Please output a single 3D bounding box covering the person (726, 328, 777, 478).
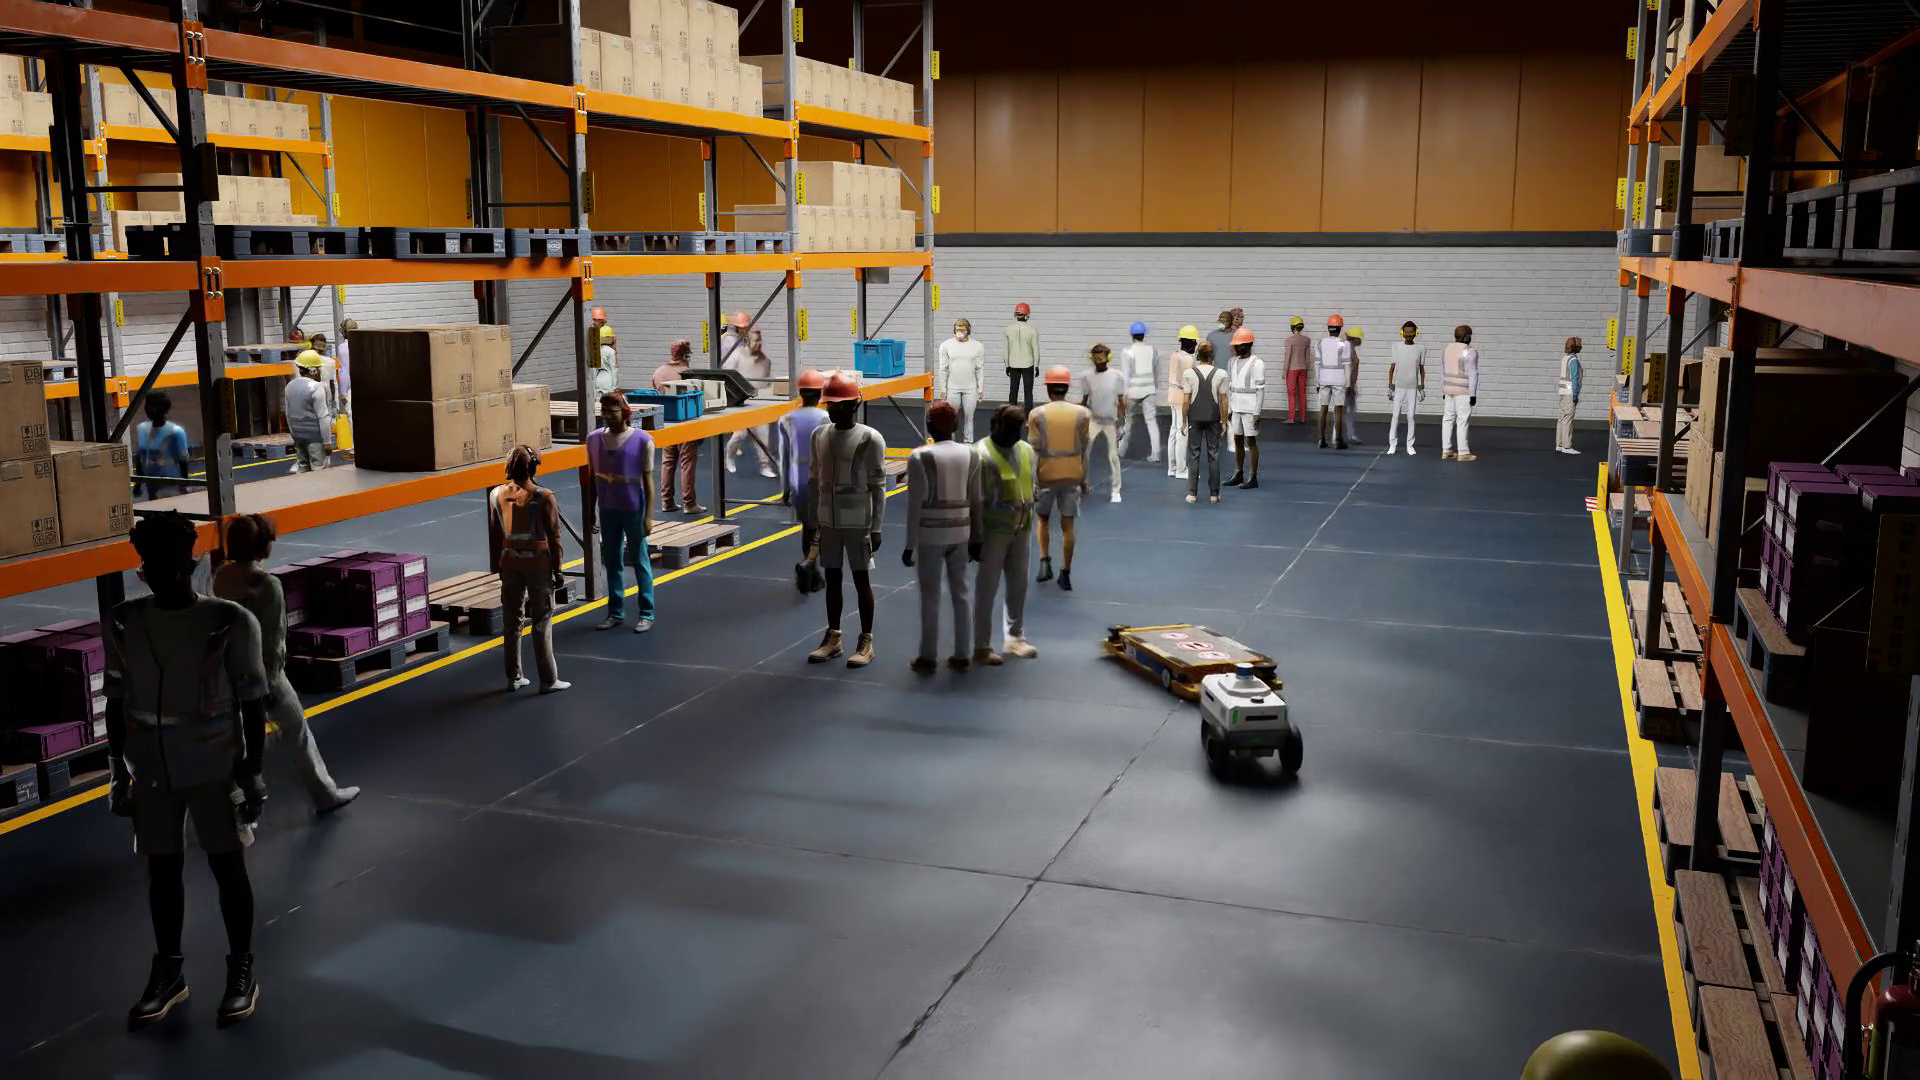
[{"bbox_3d":[-2.652,-1.737,21.028,0.673,1.885,0.761,-7,12,-33],"label":"person"}]

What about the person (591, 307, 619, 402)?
[{"bbox_3d":[-5.459,-2.526,25.176,0.611,1.995,0.375,-7,13,-36],"label":"person"}]

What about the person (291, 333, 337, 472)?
[{"bbox_3d":[-8.208,-1.726,21.140,0.540,1.836,0.717,-6,12,-29],"label":"person"}]

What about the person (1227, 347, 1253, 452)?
[{"bbox_3d":[3.983,-2.065,23.597,0.506,1.632,0.275,-8,13,-38],"label":"person"}]

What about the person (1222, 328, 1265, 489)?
[{"bbox_3d":[3.404,-1.580,20.017,0.376,1.933,0.551,-6,12,-31],"label":"person"}]

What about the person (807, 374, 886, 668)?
[{"bbox_3d":[-0.811,-0.133,11.563,0.615,2.043,0.373,5,11,28],"label":"person"}]

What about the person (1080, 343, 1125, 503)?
[{"bbox_3d":[1.583,-1.326,18.877,0.618,1.842,0.454,3,10,14],"label":"person"}]

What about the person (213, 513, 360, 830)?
[{"bbox_3d":[-3.452,0.661,8.338,0.520,1.602,0.808,6,12,31],"label":"person"}]

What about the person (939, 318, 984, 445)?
[{"bbox_3d":[0.022,-2.048,22.654,0.627,1.935,0.372,-1,10,-8],"label":"person"}]

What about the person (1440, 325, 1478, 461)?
[{"bbox_3d":[6.810,-2.001,22.651,0.430,1.844,0.624,-5,11,-27],"label":"person"}]

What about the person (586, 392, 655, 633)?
[{"bbox_3d":[-2.551,-0.214,12.604,0.564,1.837,0.384,3,11,18],"label":"person"}]

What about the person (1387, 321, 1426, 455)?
[{"bbox_3d":[6.246,-2.122,23.248,0.519,1.873,0.328,2,10,10],"label":"person"}]

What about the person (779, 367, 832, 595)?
[{"bbox_3d":[-1.249,-0.472,13.829,0.557,1.919,0.735,2,10,13],"label":"person"}]

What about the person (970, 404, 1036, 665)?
[{"bbox_3d":[0.282,-0.044,11.687,0.657,1.828,0.431,-8,13,-39],"label":"person"}]

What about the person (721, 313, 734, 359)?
[{"bbox_3d":[-3.809,-2.710,26.663,0.404,1.835,0.586,-5,11,-25],"label":"person"}]

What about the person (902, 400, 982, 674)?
[{"bbox_3d":[-0.114,-0.014,11.349,0.585,1.882,0.349,-5,11,-28],"label":"person"}]

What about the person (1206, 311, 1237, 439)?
[{"bbox_3d":[4.007,-2.488,25.124,0.632,1.936,0.359,4,11,22],"label":"person"}]

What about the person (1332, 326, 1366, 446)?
[{"bbox_3d":[5.702,-2.248,24.294,0.351,1.767,0.529,3,11,19],"label":"person"}]

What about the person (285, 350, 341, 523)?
[{"bbox_3d":[-6.812,-1.084,17.511,0.598,1.830,0.403,6,12,32],"label":"person"}]

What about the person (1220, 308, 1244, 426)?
[{"bbox_3d":[4.451,-2.799,26.964,0.403,1.906,0.652,-2,10,-11],"label":"person"}]

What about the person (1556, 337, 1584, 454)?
[{"bbox_3d":[8.577,-2.032,23.393,0.309,1.641,0.512,1,10,3],"label":"person"}]

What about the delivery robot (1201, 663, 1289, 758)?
[{"bbox_3d":[1.609,0.942,9.436,0.477,0.478,0.707,-1,10,-6],"label":"delivery robot"}]

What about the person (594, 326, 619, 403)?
[{"bbox_3d":[-5.174,-2.264,24.404,0.483,1.745,0.302,8,13,38],"label":"person"}]

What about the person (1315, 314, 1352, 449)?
[{"bbox_3d":[5.357,-2.267,23.875,0.545,1.940,0.352,7,12,33],"label":"person"}]

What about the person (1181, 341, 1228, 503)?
[{"bbox_3d":[2.772,-1.335,18.887,0.519,1.844,0.330,1,10,5],"label":"person"}]

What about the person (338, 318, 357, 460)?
[{"bbox_3d":[-8.245,-2.050,22.682,0.355,1.931,0.628,3,10,16],"label":"person"}]

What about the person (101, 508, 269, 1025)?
[{"bbox_3d":[-2.908,0.851,6.248,0.603,1.962,0.367,0,10,-1],"label":"person"}]

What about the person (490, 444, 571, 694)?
[{"bbox_3d":[-2.817,0.195,10.849,0.514,1.641,0.307,3,11,19],"label":"person"}]

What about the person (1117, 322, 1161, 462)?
[{"bbox_3d":[2.460,-2.012,22.605,0.645,1.889,1.017,-4,11,-19],"label":"person"}]

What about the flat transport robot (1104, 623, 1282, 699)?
[{"bbox_3d":[1.558,0.794,11.331,0.652,0.197,1.431,-3,11,-18],"label":"flat transport robot"}]

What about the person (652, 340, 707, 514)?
[{"bbox_3d":[-3.038,-1.230,18.164,0.636,1.900,0.402,6,12,29],"label":"person"}]

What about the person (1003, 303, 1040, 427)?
[{"bbox_3d":[1.003,-2.823,26.849,0.611,1.995,0.381,4,11,21],"label":"person"}]

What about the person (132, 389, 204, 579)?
[{"bbox_3d":[-7.035,-0.527,14.810,0.529,1.669,0.793,5,11,24],"label":"person"}]

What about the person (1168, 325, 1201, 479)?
[{"bbox_3d":[2.806,-1.723,20.855,0.383,1.923,0.588,-2,10,-12],"label":"person"}]

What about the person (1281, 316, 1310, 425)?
[{"bbox_3d":[5.482,-2.769,27.187,0.533,1.768,0.310,-6,12,-30],"label":"person"}]

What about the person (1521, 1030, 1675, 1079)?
[{"bbox_3d":[0.807,1.571,2.311,0.585,1.921,0.383,-2,10,-10],"label":"person"}]

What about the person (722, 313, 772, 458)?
[{"bbox_3d":[-2.941,-2.098,22.774,0.640,1.987,1.026,-6,12,-30],"label":"person"}]

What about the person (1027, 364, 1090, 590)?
[{"bbox_3d":[0.838,-0.539,14.220,0.549,1.918,0.535,-1,10,-3],"label":"person"}]
